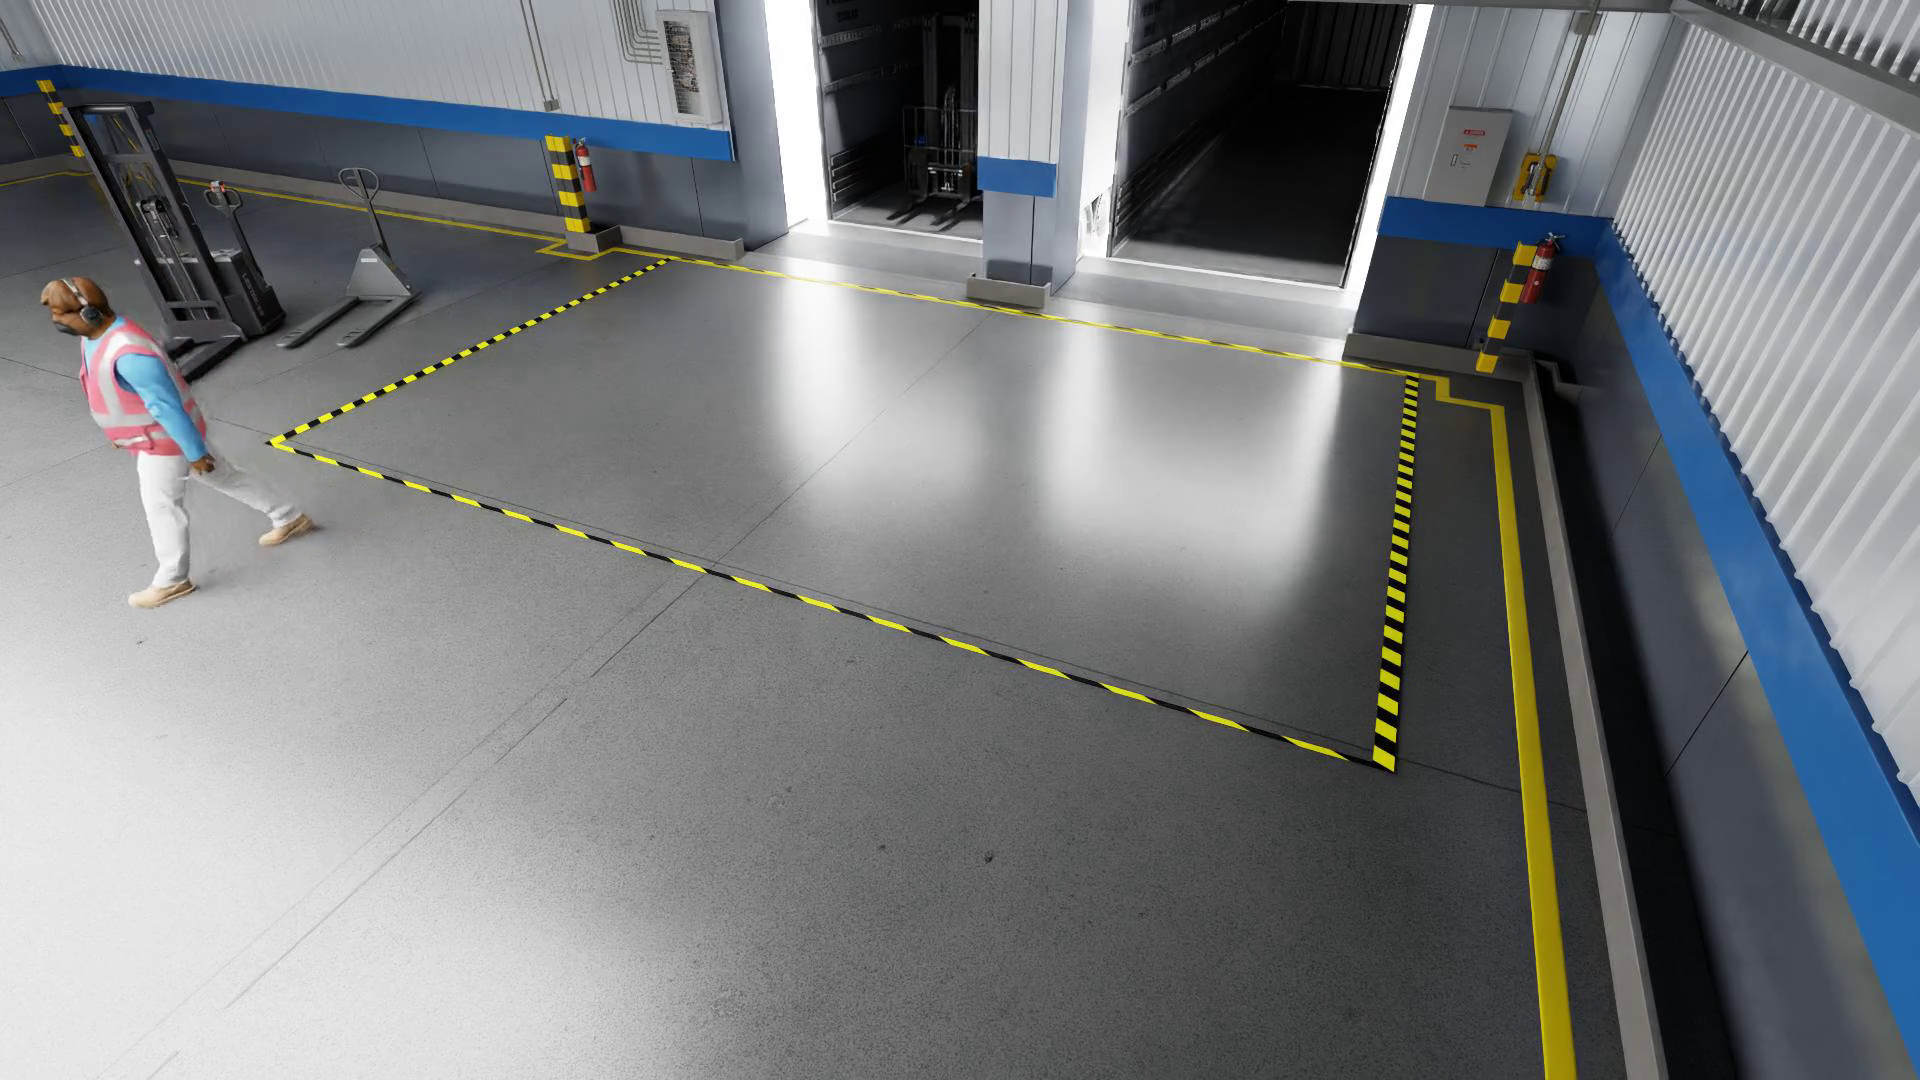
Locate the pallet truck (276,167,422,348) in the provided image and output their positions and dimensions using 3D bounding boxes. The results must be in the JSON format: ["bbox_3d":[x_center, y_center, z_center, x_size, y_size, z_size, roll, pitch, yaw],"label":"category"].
[{"bbox_3d":[-5.732,-2.611,8.414,0.680,1.201,1.601,-1,35,-1],"label":"pallet truck"}]

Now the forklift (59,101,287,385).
[{"bbox_3d":[-6.686,-2.387,7.434,0.823,1.965,1.885,-3,35,-5],"label":"forklift"}]

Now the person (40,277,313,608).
[{"bbox_3d":[-4.388,-0.563,5.009,0.977,1.791,0.638,-30,45,-35],"label":"person"}]

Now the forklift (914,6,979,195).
[{"bbox_3d":[0.308,-5.865,12.091,1.157,2.036,2.680,13,37,18],"label":"forklift"}]
